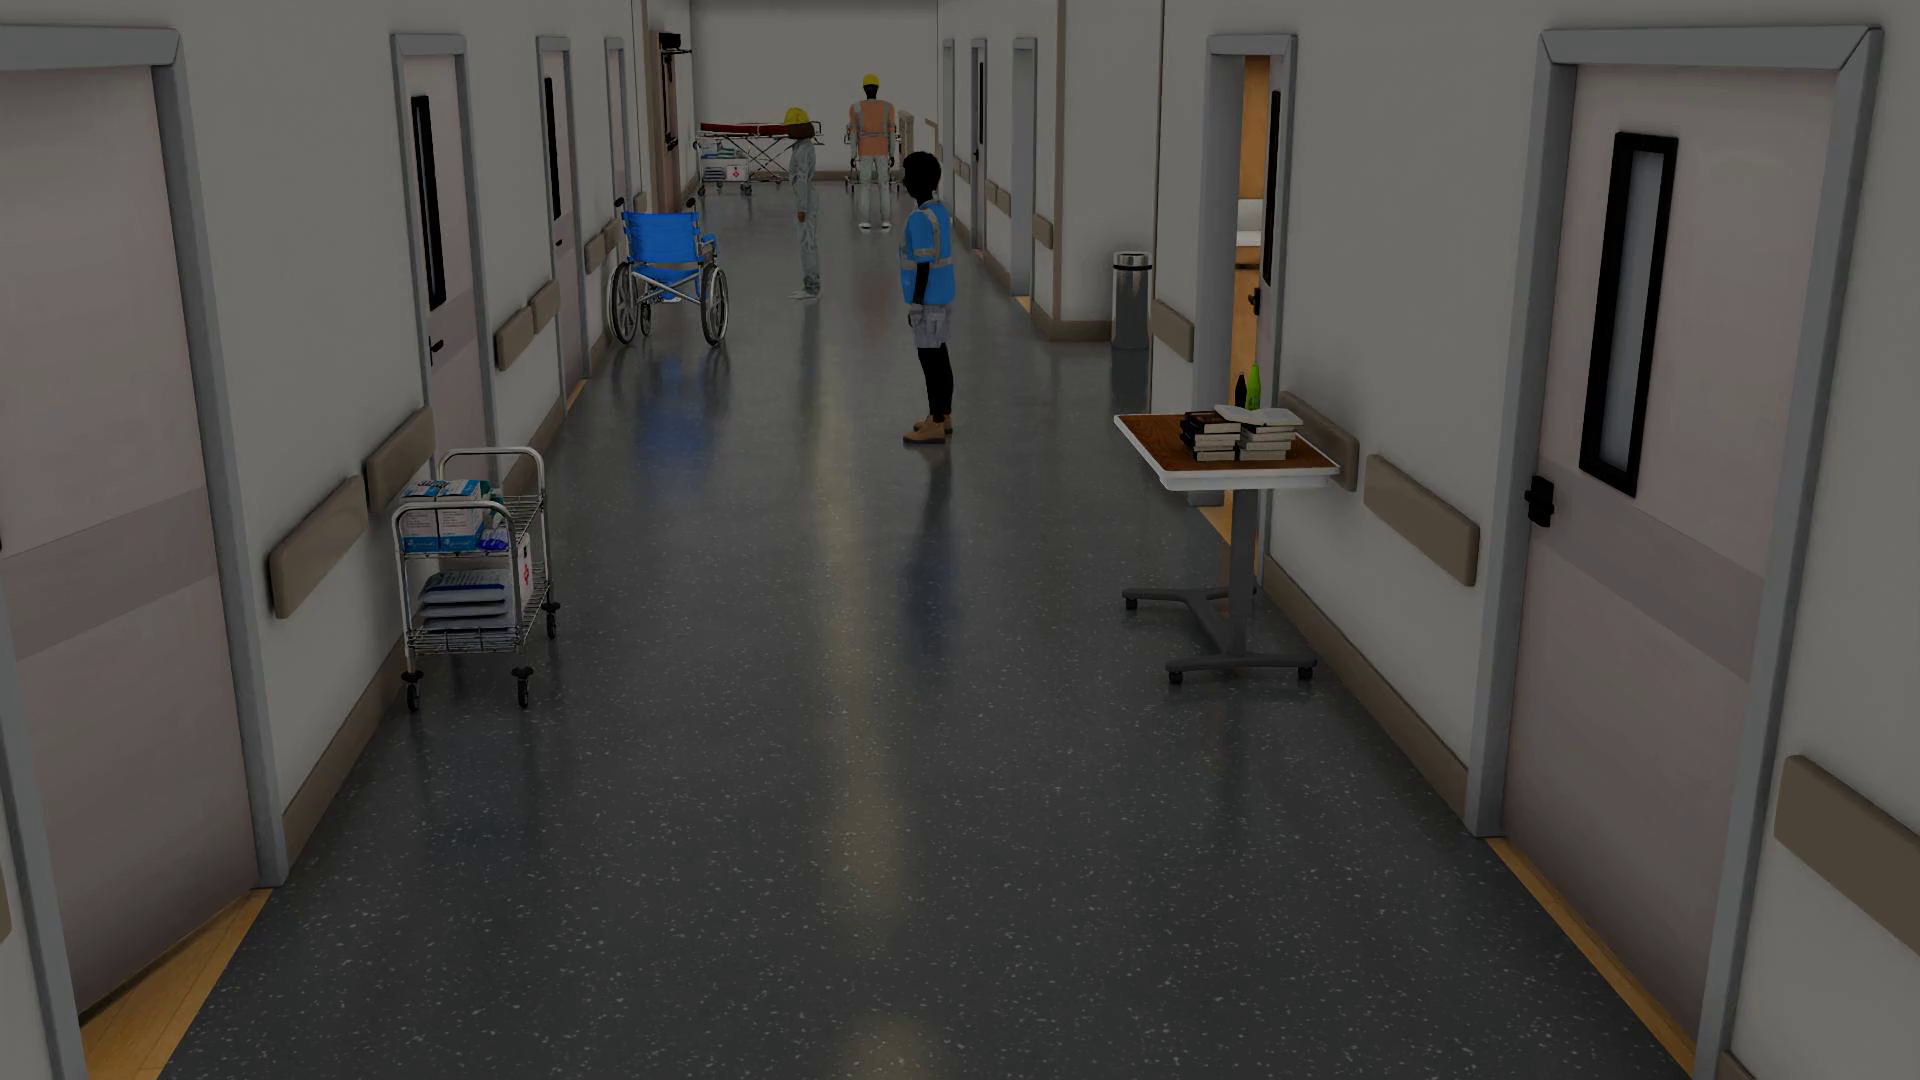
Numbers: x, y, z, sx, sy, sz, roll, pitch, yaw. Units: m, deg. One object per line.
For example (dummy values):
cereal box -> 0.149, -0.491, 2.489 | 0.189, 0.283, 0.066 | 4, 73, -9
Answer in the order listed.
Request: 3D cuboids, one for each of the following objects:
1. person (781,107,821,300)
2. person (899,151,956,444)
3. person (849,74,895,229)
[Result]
person -> -1.456, -3.077, 15.262 | 0.326, 1.737, 0.486 | 0, 17, -1
person -> -0.193, -1.415, 9.760 | 0.319, 1.698, 0.539 | 4, 17, 12
person -> -1.111, -4.922, 21.113 | 0.586, 1.917, 0.381 | -3, 17, -9
